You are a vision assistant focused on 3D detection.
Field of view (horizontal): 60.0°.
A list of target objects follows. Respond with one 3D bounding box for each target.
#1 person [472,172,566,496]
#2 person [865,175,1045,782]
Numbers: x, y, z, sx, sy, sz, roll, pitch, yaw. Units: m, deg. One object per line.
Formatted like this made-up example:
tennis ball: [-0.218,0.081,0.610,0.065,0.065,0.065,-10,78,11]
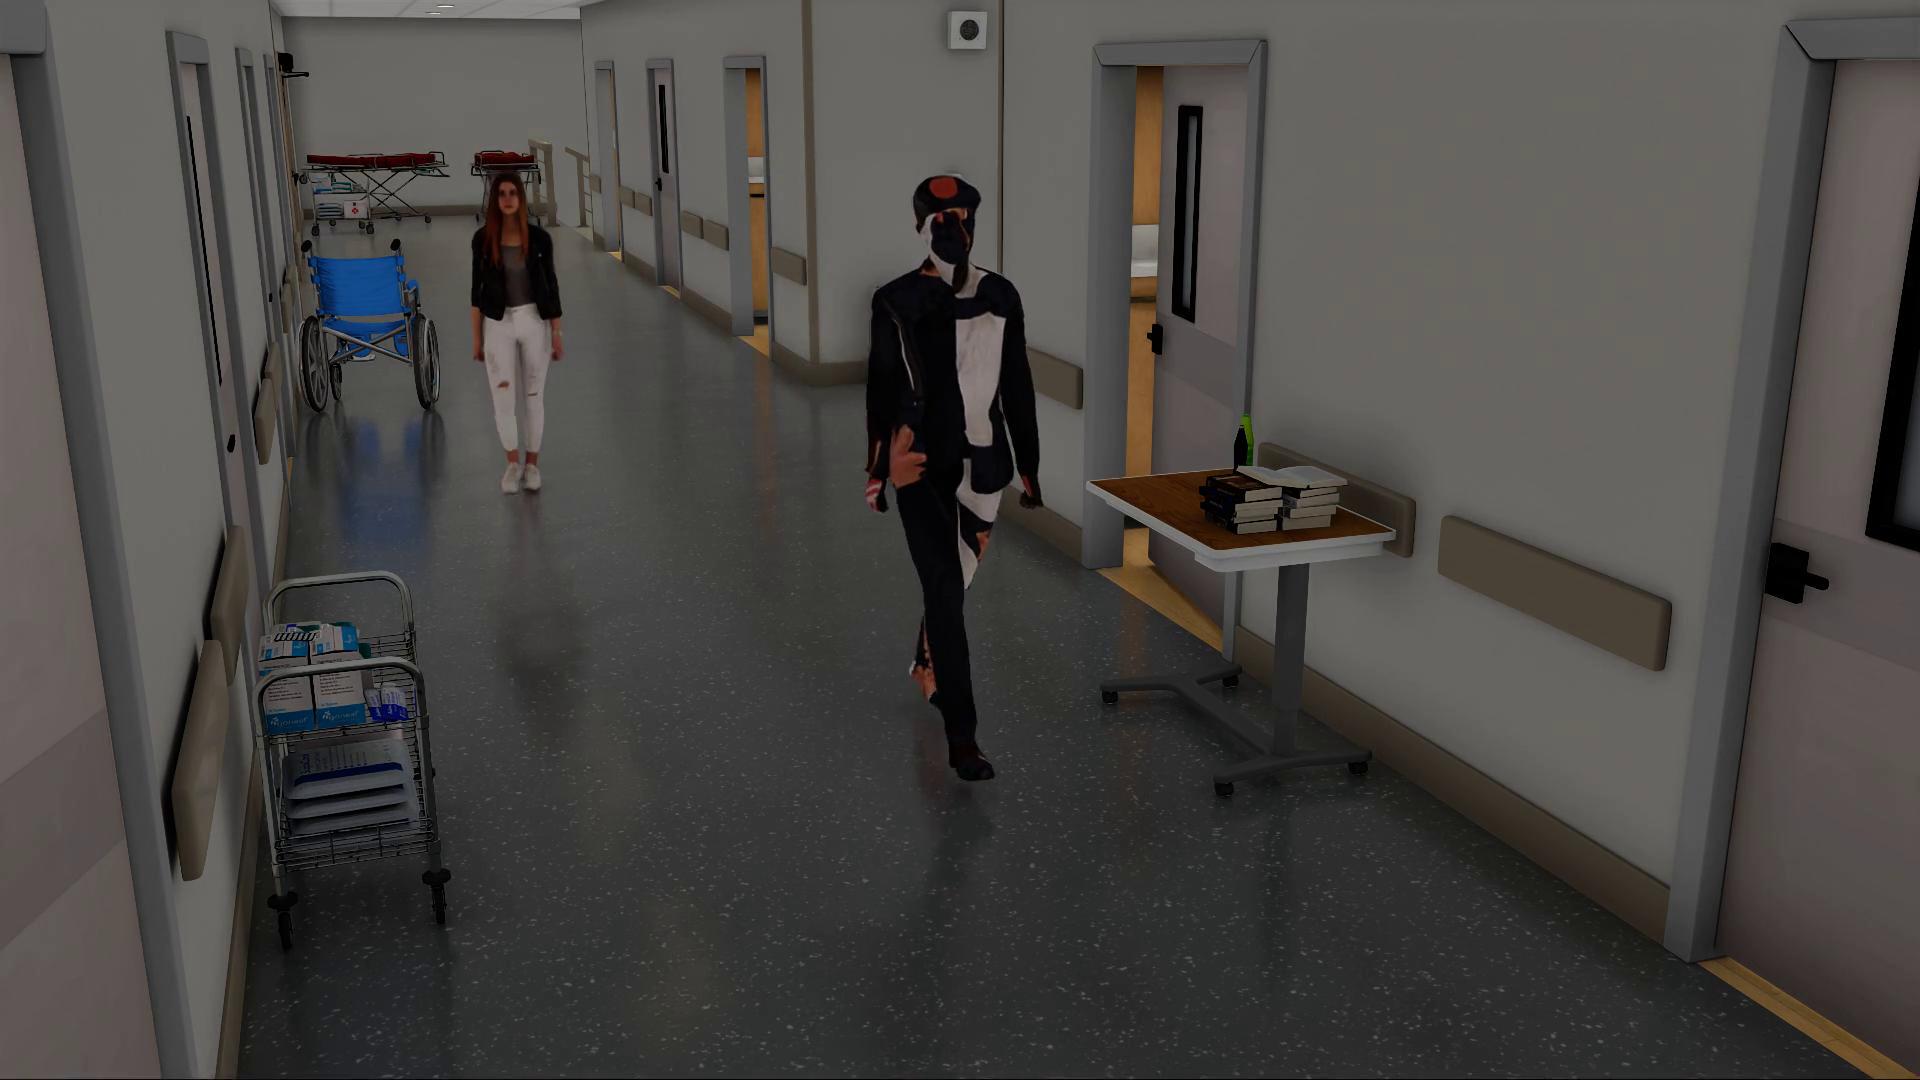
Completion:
person: [-2.361,-1.105,8.890,0.656,1.691,0.660,-4,16,-13]
person: [-0.057,-0.223,5.471,0.680,1.849,1.165,-5,17,-18]
